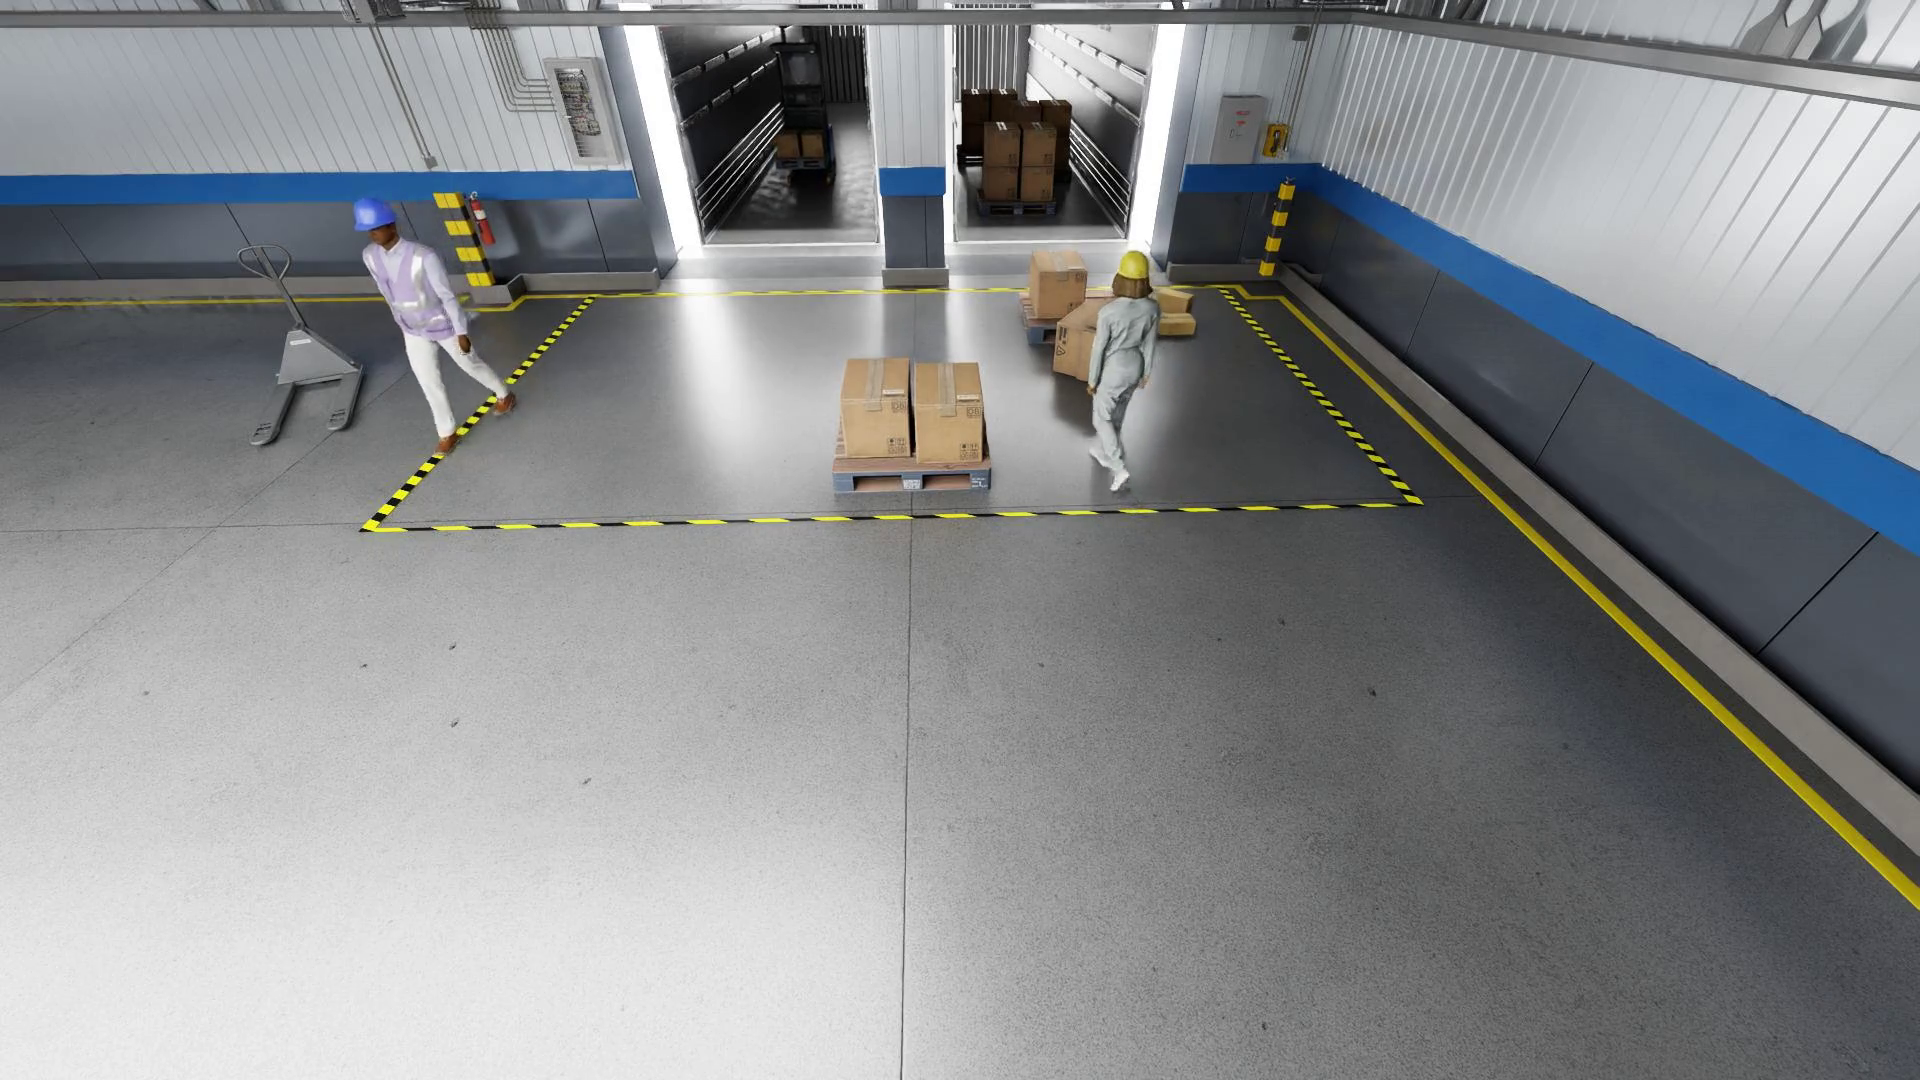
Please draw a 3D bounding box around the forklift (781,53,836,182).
[{"bbox_3d":[-2.754,-7.787,13.352,0.716,2.013,0.776,-1,38,-2],"label":"forklift"}]

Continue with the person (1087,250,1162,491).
[{"bbox_3d":[1.171,-1.173,5.275,0.494,1.715,0.781,-12,40,-14],"label":"person"}]

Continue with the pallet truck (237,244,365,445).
[{"bbox_3d":[-5.915,-1.733,6.366,0.680,1.201,1.601,-18,42,-21],"label":"pallet truck"}]

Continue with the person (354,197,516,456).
[{"bbox_3d":[-4.168,-1.698,5.792,0.623,1.899,0.987,2,38,2],"label":"person"}]
